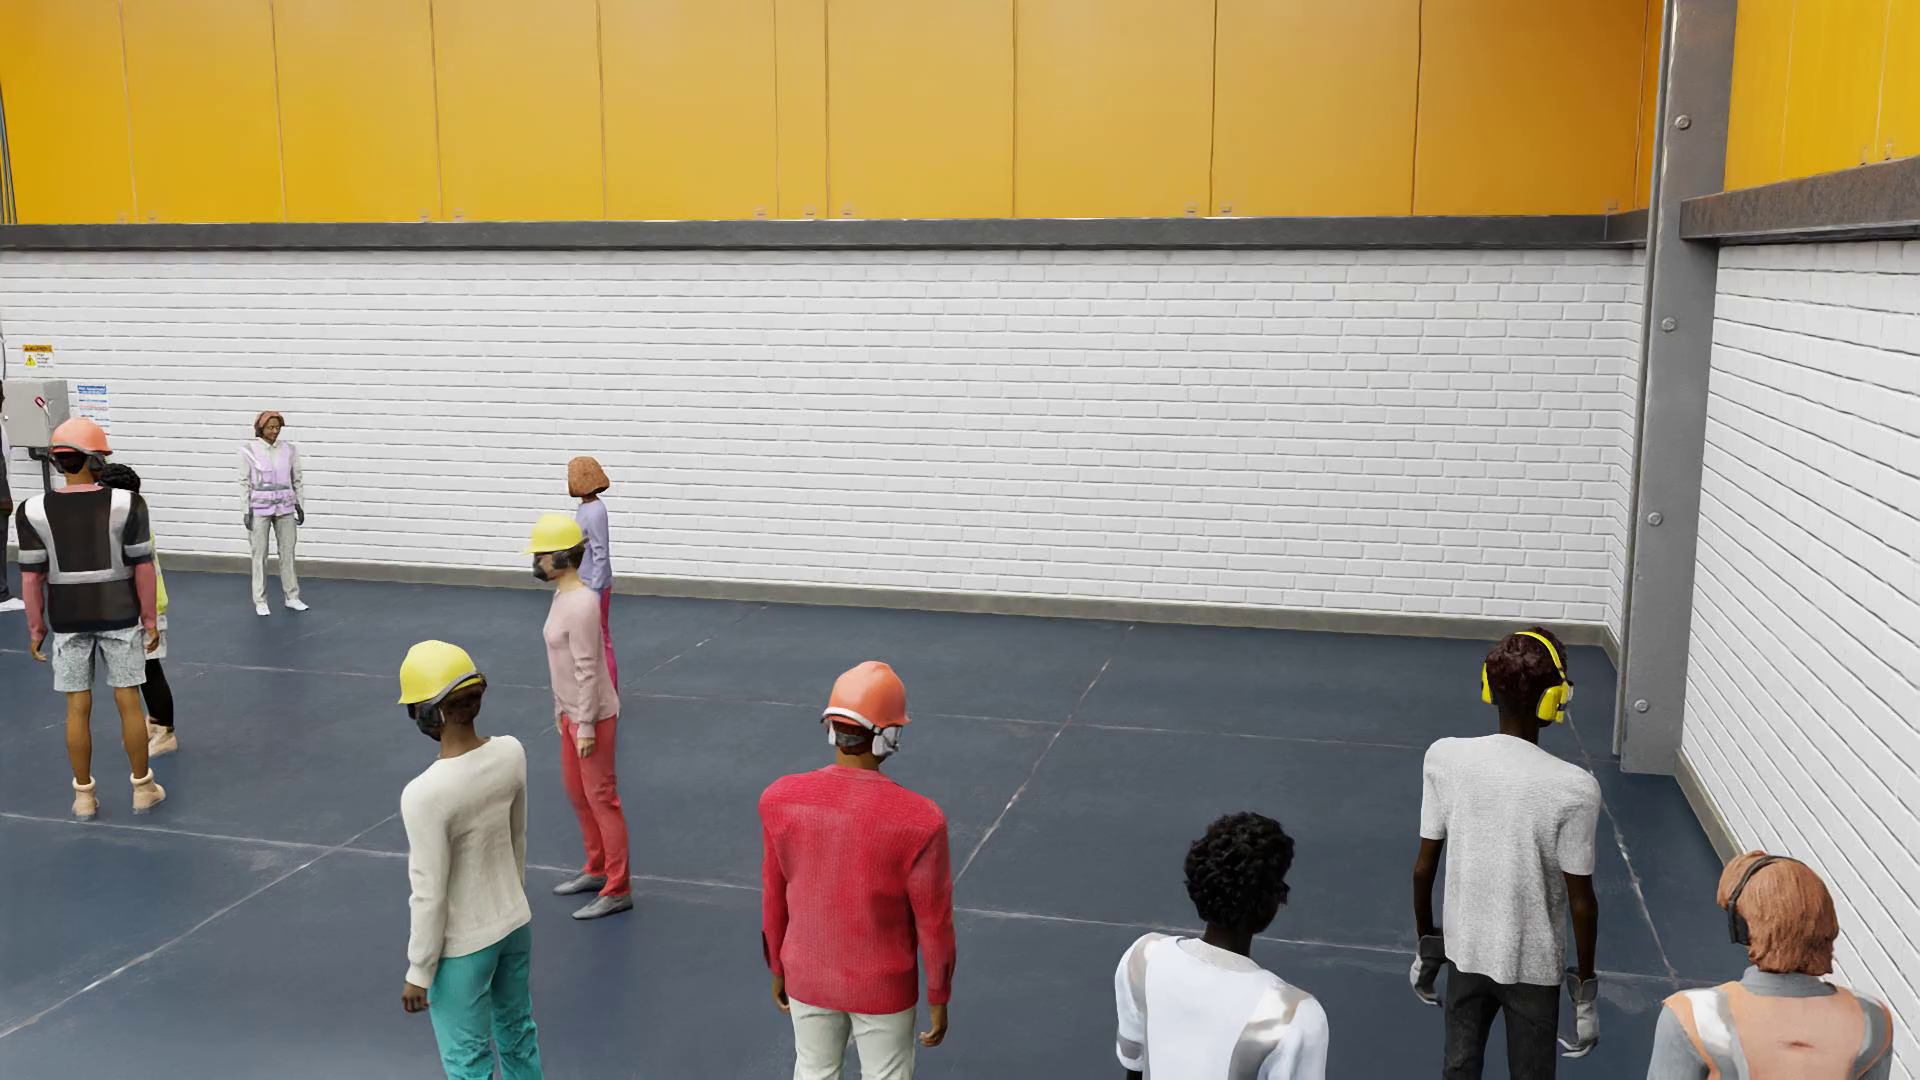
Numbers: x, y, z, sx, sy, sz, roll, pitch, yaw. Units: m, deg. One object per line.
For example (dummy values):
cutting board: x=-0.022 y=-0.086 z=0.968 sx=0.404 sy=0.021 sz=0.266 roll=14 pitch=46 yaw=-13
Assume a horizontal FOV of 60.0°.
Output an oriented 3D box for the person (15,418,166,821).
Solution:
person: x=-4.380 y=0.402 z=8.415 sx=0.605 sy=2.038 sz=0.394 roll=-3 pitch=10 yaw=-19

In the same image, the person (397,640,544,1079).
person: x=-1.437 y=1.153 z=4.822 sx=0.335 sy=1.759 sz=0.523 roll=3 pitch=10 yaw=19

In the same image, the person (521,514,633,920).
person: x=-1.658 y=0.757 z=7.182 sx=0.384 sy=1.755 sz=0.529 roll=-4 pitch=10 yaw=-21

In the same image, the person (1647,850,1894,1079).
person: x=1.649 y=1.447 z=3.459 sx=0.528 sy=1.630 sz=0.322 roll=-1 pitch=10 yaw=-6

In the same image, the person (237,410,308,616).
person: x=-5.477 y=-0.218 z=13.262 sx=0.517 sy=1.633 sz=0.313 roll=-9 pitch=13 yaw=-42

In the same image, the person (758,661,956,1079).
person: x=-0.274 y=1.195 z=4.632 sx=0.573 sy=1.738 sz=0.352 roll=3 pitch=10 yaw=19

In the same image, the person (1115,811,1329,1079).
person: x=0.550 y=1.405 z=3.543 sx=0.319 sy=1.687 sz=0.539 roll=-9 pitch=13 yaw=-42

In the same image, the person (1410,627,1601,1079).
person: x=1.464 y=1.155 z=4.477 sx=0.533 sy=1.868 sz=0.310 roll=9 pitch=13 yaw=42

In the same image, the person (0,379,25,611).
person: x=-7.813 y=-0.380 z=13.384 sx=0.589 sy=1.915 sz=0.398 roll=9 pitch=13 yaw=42

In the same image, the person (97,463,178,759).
person: x=-4.700 y=0.399 z=9.477 sx=0.320 sy=1.687 sz=0.536 roll=-8 pitch=12 yaw=-38

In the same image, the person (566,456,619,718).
person: x=-2.265 y=0.299 z=10.209 sx=0.266 sy=1.632 sz=0.509 roll=-3 pitch=10 yaw=-19
